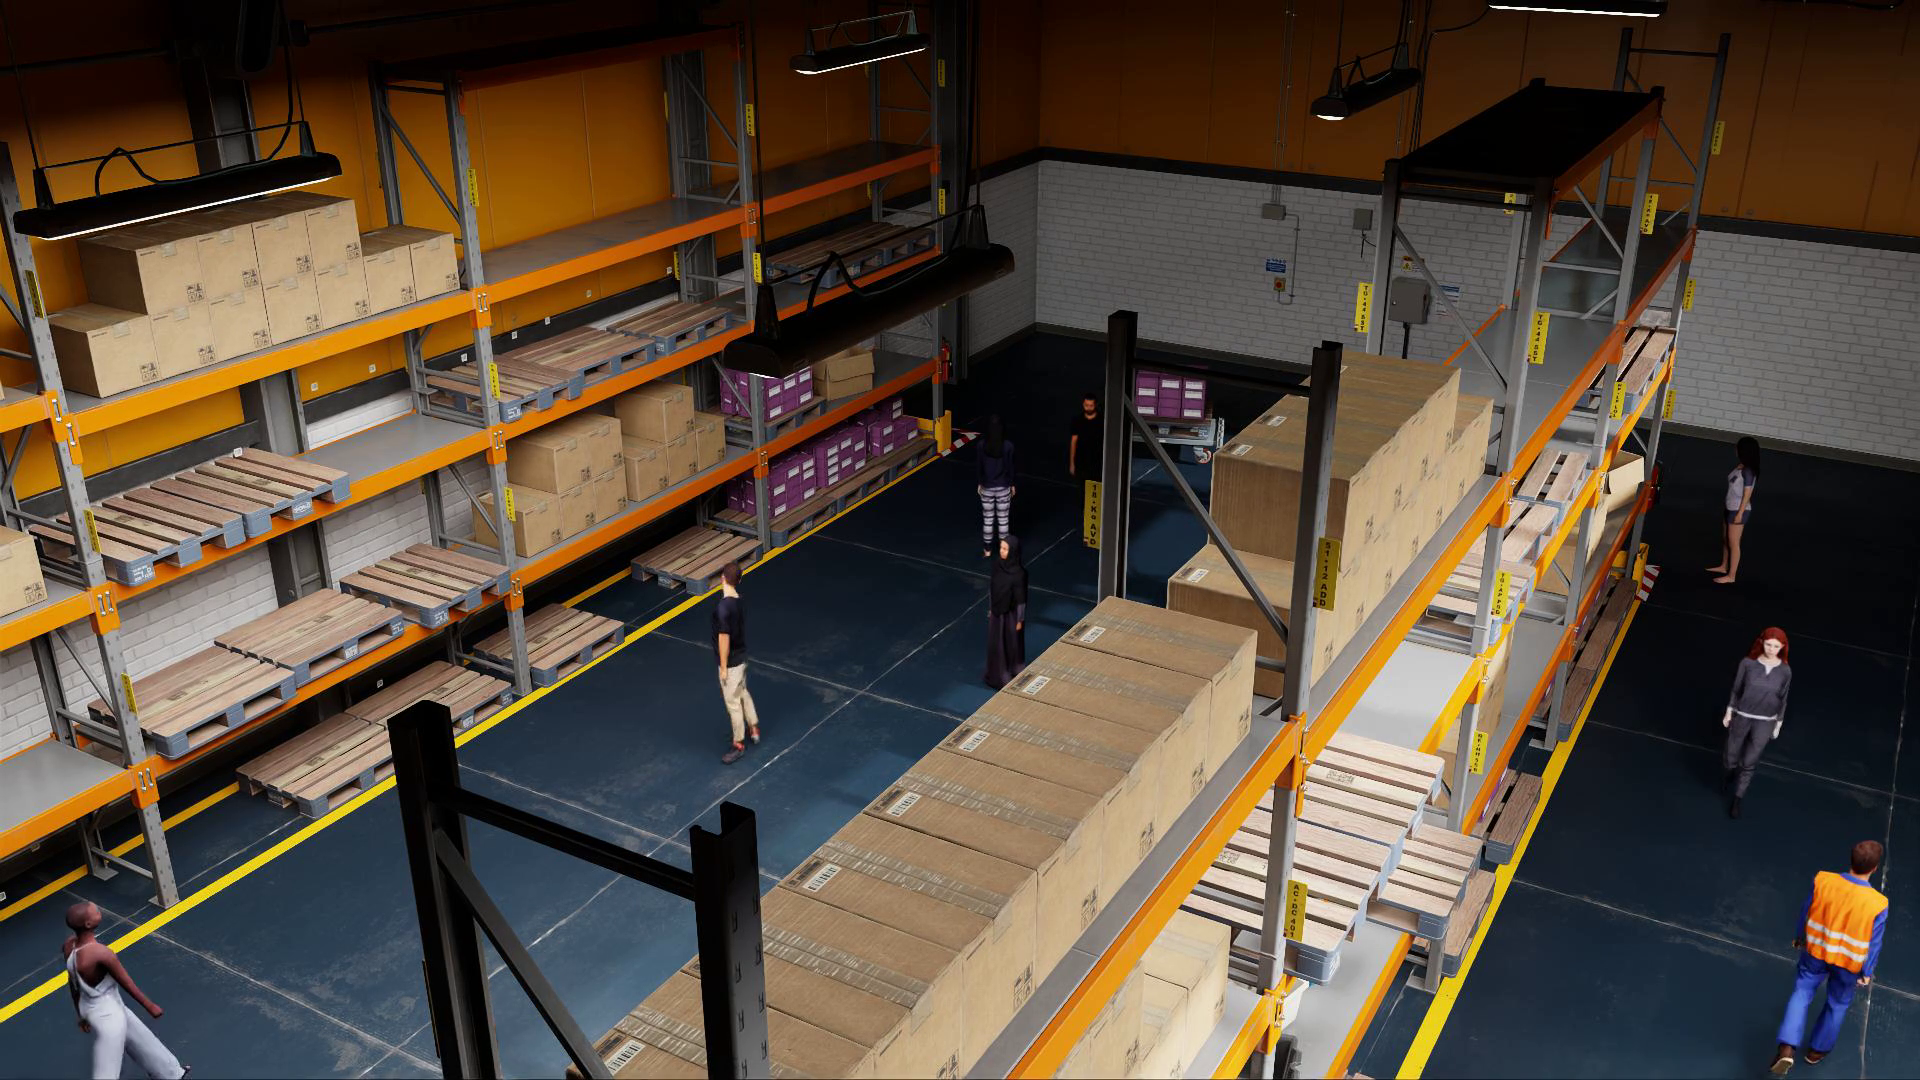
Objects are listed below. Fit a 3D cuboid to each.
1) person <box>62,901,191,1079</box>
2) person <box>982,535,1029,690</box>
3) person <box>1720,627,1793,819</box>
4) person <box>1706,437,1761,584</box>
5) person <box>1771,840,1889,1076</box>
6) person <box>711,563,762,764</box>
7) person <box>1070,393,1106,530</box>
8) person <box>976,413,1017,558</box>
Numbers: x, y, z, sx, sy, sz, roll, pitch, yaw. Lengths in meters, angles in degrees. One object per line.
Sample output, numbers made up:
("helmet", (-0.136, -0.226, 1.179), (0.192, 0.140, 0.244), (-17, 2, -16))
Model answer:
("person", (-5.497, 3.126, 10.566), (0.579, 1.748, 0.995), (14, 27, 29))
("person", (0.473, 0.699, 16.286), (0.687, 1.612, 0.680), (-19, 30, -37))
("person", (6.781, 1.512, 14.225), (0.633, 1.773, 0.726), (11, 26, 23))
("person", (8.682, -0.351, 18.571), (0.718, 1.707, 0.573), (5, 24, 11))
("person", (5.810, 2.823, 11.133), (0.828, 1.848, 1.092), (20, 31, 39))
("person", (-2.053, 1.135, 15.042), (0.924, 1.810, 0.699), (-2, 24, -5))
("person", (1.573, -0.959, 19.918), (0.751, 1.742, 0.753), (2, 24, 6))
("person", (0.411, -0.637, 19.190), (0.674, 1.733, 0.641), (3, 24, 8))
